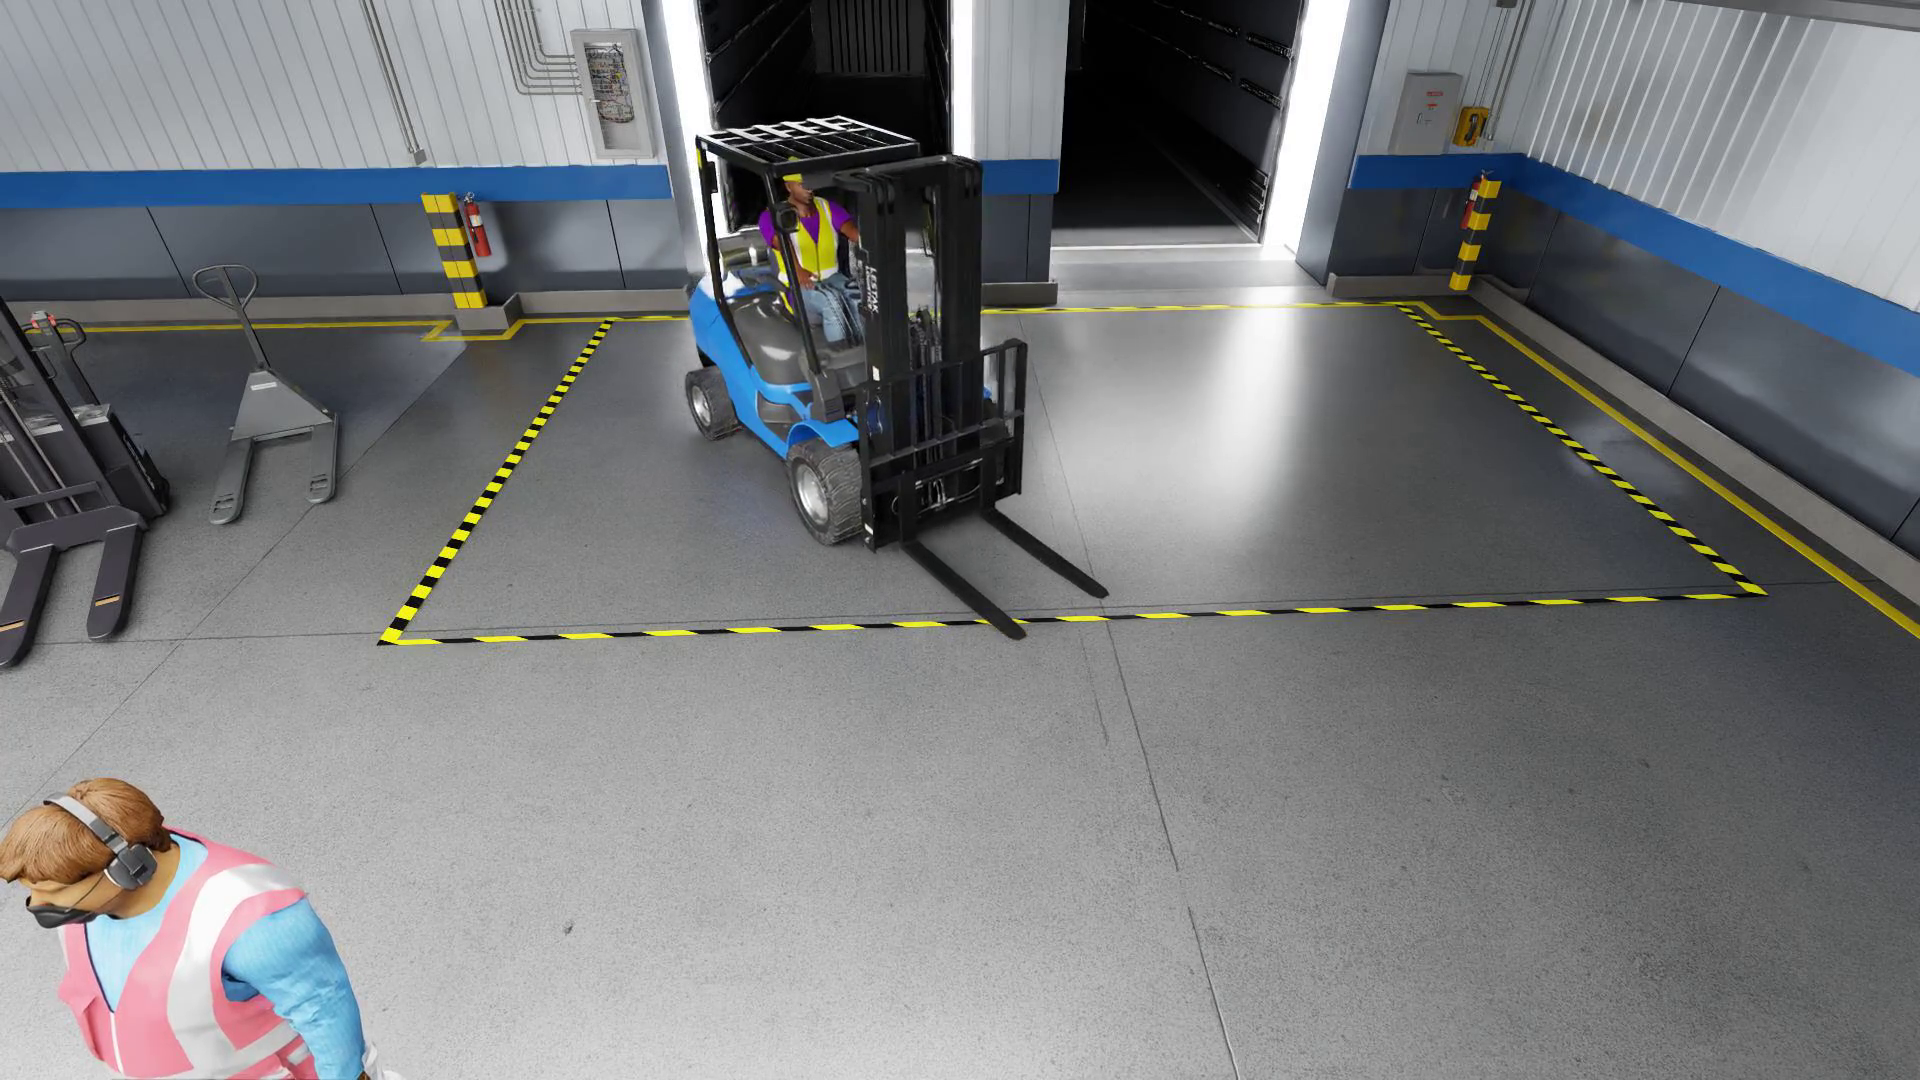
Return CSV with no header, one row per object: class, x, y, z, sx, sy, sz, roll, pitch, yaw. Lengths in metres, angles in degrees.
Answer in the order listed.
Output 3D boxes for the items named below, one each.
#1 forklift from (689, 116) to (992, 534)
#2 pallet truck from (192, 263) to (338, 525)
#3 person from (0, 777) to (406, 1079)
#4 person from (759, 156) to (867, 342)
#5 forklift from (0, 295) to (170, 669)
forklift,-0.840,-1.534,5.884,1.157,2.036,2.680,-22,41,-29
pallet truck,-4.778,-1.027,6.128,0.680,1.201,1.601,-17,38,-23
person,-1.759,1.268,2.303,0.617,1.844,0.429,9,36,13
person,-0.812,-1.658,5.733,0.635,1.294,1.004,-22,41,-29
forklift,-5.212,-0.618,4.878,0.823,1.965,1.885,-20,39,-26
